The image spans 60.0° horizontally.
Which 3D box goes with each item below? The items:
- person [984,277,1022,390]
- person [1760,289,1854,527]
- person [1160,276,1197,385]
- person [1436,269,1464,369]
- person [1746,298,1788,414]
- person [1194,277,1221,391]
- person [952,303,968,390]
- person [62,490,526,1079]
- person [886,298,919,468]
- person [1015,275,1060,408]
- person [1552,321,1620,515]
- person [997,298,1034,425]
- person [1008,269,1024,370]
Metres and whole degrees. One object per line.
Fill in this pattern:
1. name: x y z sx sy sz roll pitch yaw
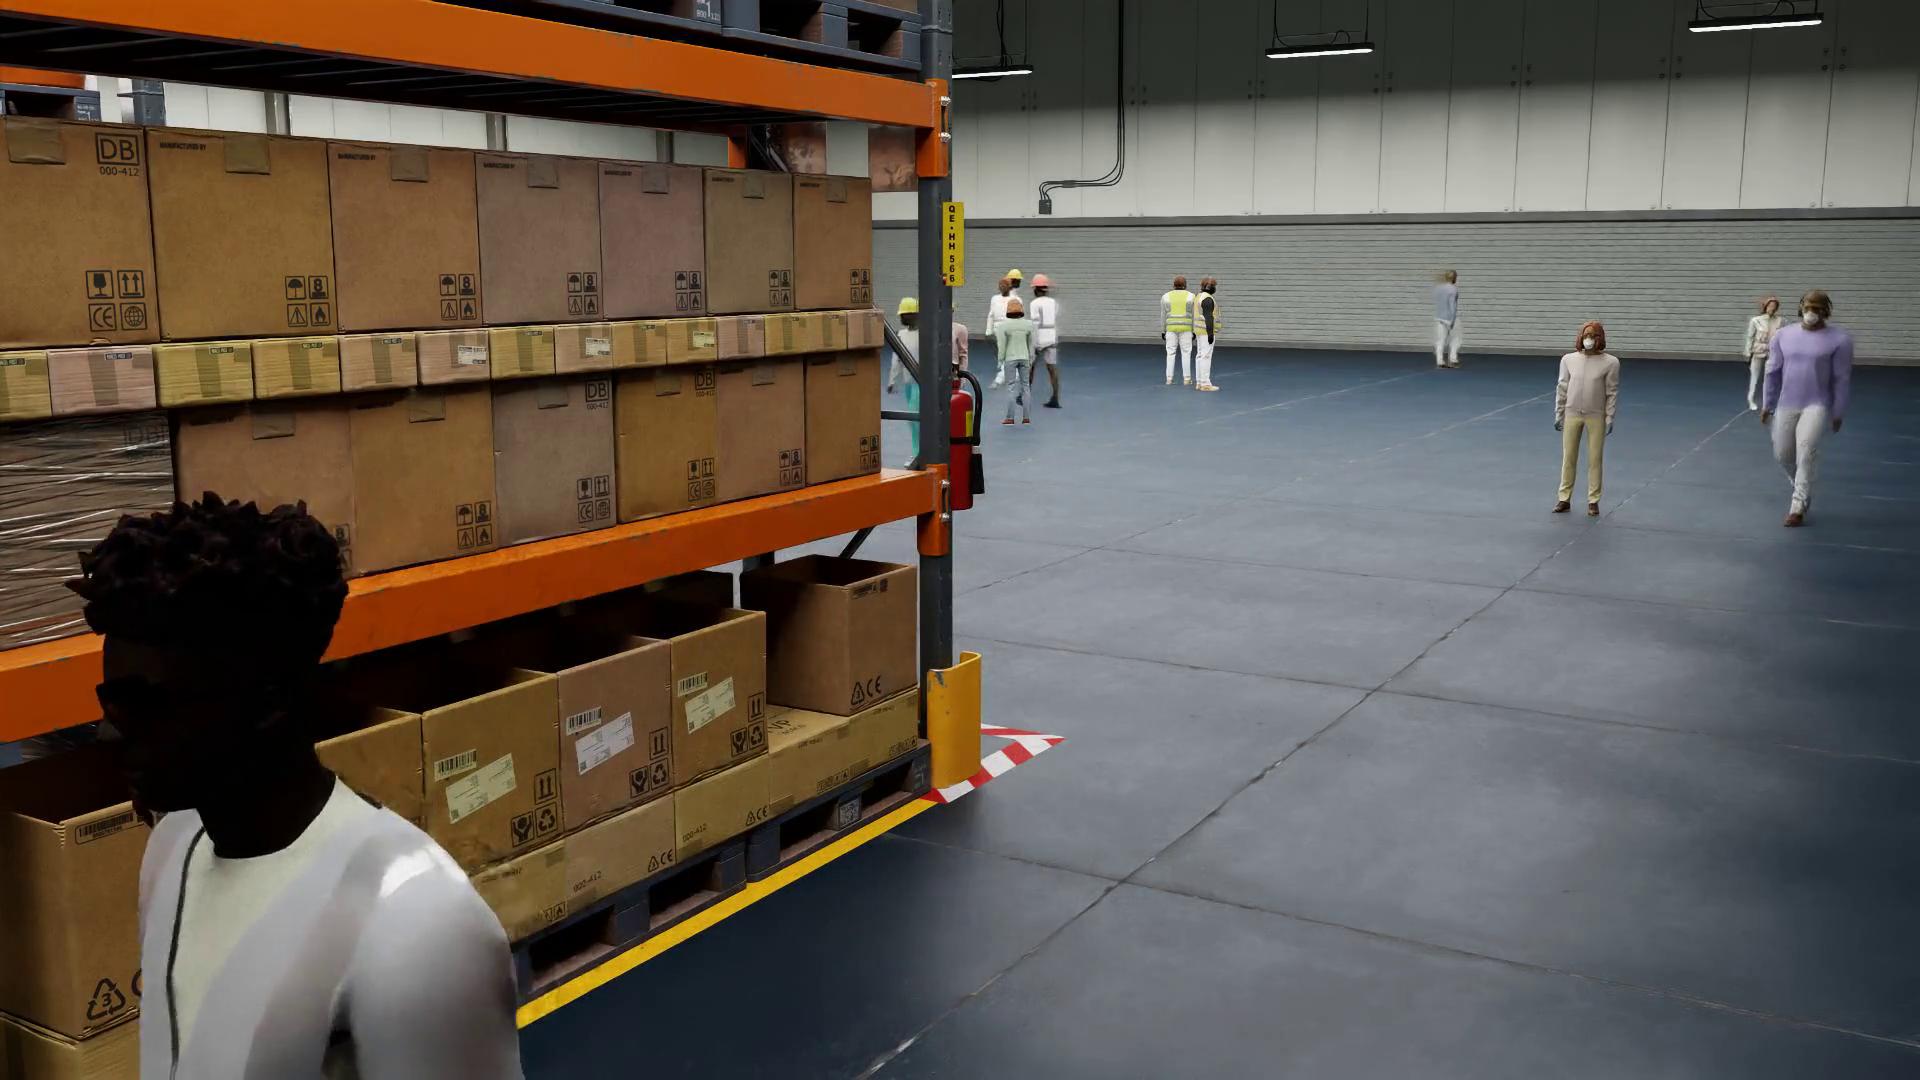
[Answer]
1. person: 0.758 -3.414 27.415 0.574 1.846 0.970 8 12 38
2. person: 6.910 -1.085 13.567 0.785 1.919 0.636 -9 13 -44
3. person: 3.712 -3.540 28.150 0.631 1.843 0.429 2 10 12
4. person: 9.525 -4.256 32.141 0.649 1.918 0.633 -3 10 -17
5. person: 11.232 -2.578 23.197 0.523 1.599 0.847 3 10 15
6. person: 4.011 -3.340 26.979 0.429 1.844 0.627 -1 10 -6
7. person: -0.174 -1.809 18.235 0.531 1.768 0.311 3 10 15
8. person: -0.811 0.917 1.786 0.920 1.923 0.618 -9 13 -43
9. person: -0.508 -1.619 17.198 0.643 1.745 0.540 -8 12 -38
10. person: 1.124 -2.864 24.015 0.548 1.891 0.948 -8 12 -39
11. person: 5.275 -1.027 14.034 0.499 1.636 0.286 6 11 32
12. person: 0.717 -2.293 21.452 0.498 1.633 0.284 -4 10 -20
13. person: 1.019 -4.201 31.769 0.381 1.924 0.594 -1 10 -6
